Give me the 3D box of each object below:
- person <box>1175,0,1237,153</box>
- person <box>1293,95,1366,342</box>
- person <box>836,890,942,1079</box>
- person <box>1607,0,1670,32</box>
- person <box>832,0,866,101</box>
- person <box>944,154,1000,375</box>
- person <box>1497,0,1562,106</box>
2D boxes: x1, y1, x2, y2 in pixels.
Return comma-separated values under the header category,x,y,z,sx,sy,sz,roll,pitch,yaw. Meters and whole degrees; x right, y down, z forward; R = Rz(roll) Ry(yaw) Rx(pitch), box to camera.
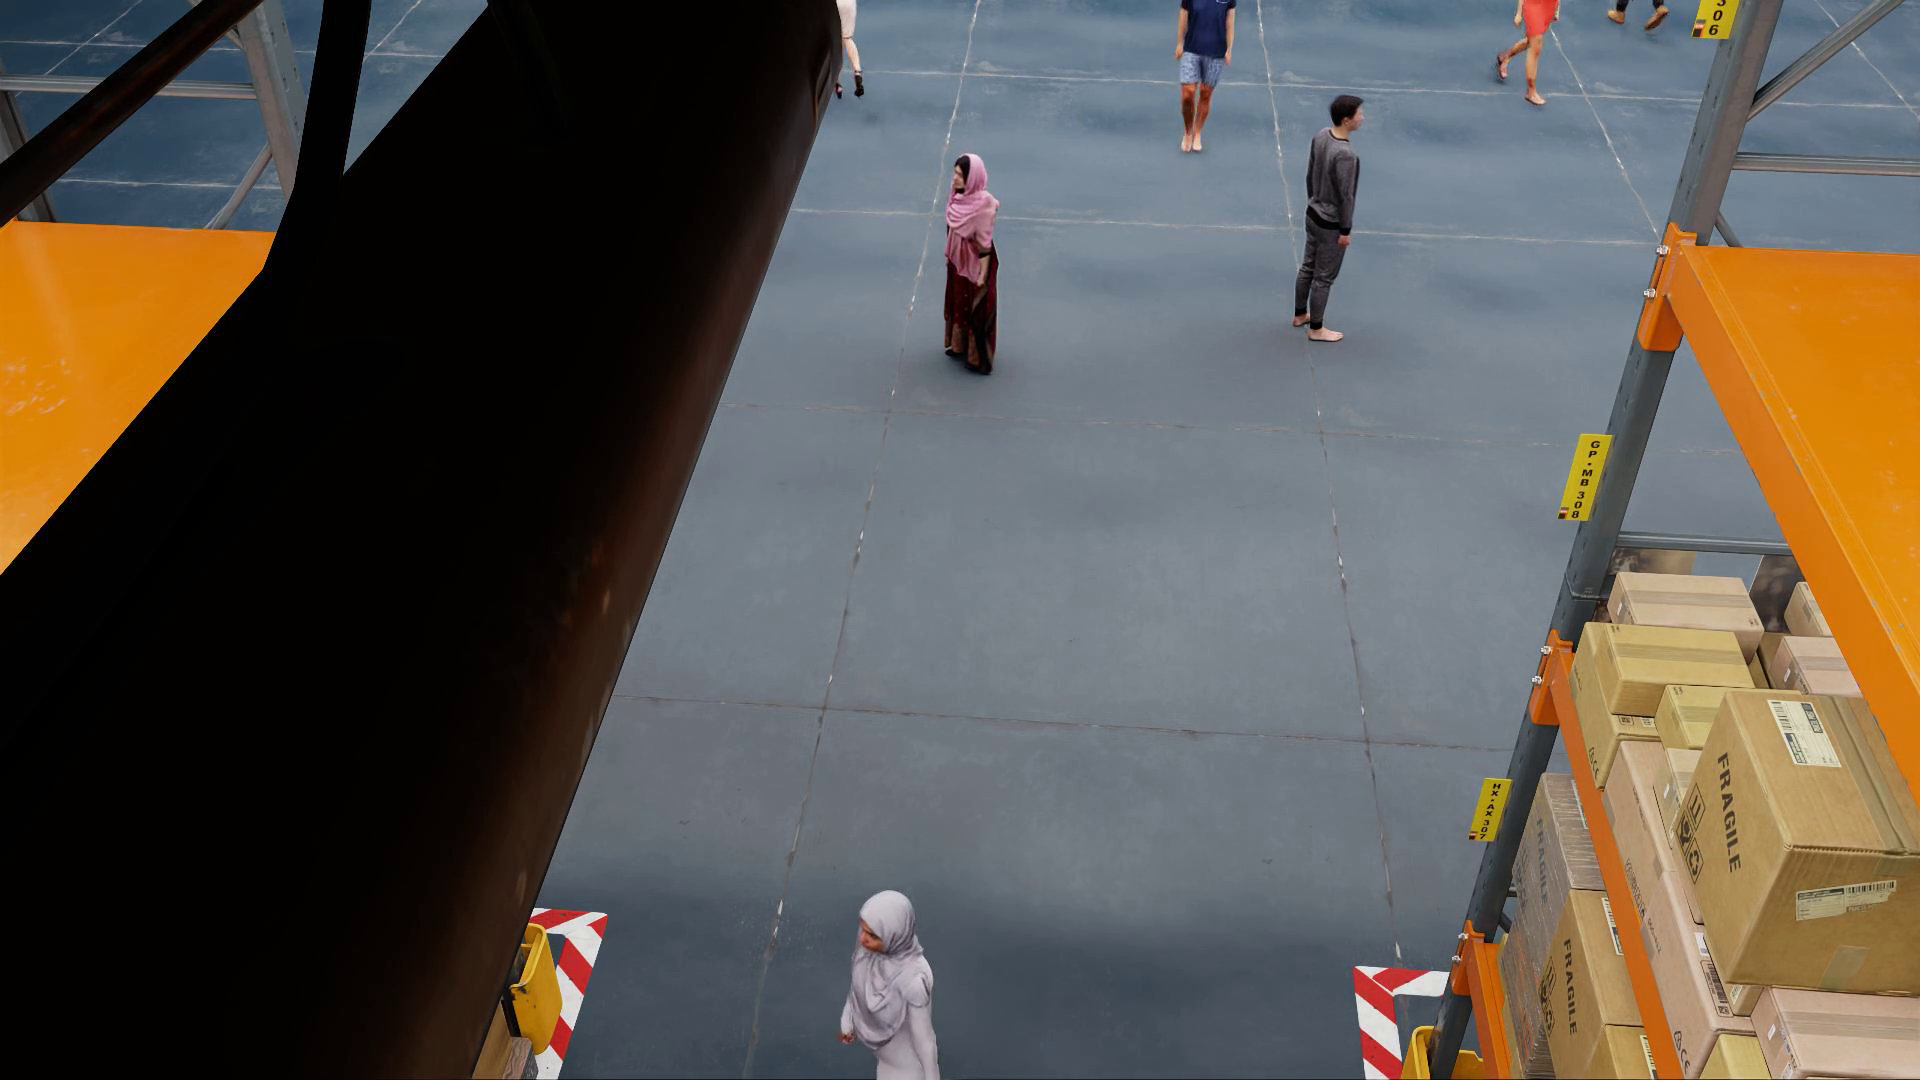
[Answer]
category,x,y,z,sx,sy,sz,roll,pitch,yaw
person,2.130,-4.323,14.534,0.633,1.835,0.609,3,38,4
person,2.649,-2.325,11.973,0.817,1.844,0.627,-11,39,-13
person,-0.161,1.976,6.548,0.972,1.754,0.971,-17,41,-21
person,6.981,-5.972,16.754,0.921,1.696,1.110,-12,40,-15
person,-1.083,-4.863,15.240,0.841,1.816,0.961,-18,42,-22
person,0.081,-1.964,11.682,0.841,1.633,0.765,-24,44,-27
person,5.346,-4.977,15.486,0.895,1.692,1.154,-13,40,-16
